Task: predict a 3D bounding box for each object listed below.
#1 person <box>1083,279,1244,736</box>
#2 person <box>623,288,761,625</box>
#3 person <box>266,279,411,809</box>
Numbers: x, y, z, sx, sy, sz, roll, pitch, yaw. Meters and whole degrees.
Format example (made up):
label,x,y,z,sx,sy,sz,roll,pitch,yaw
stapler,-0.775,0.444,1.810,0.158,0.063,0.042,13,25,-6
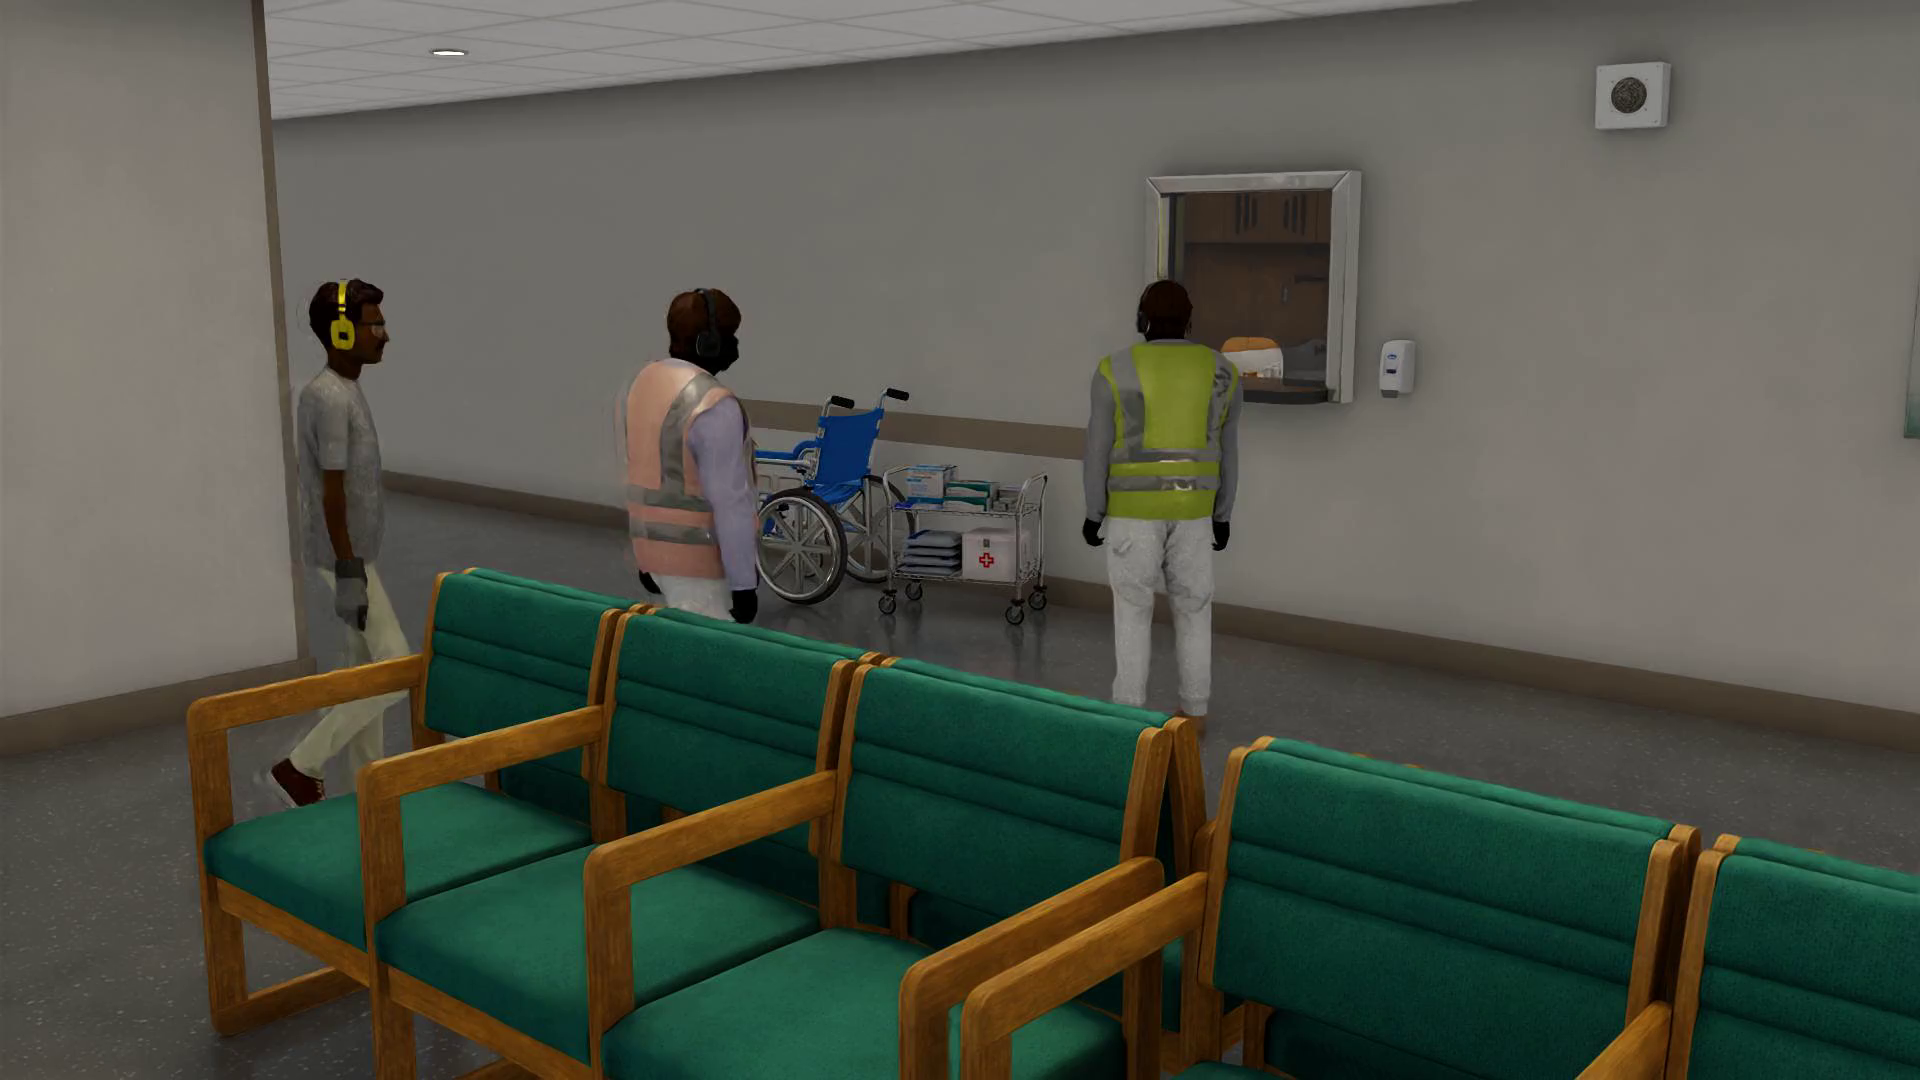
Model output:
label,x,y,z,sx,sy,sz,roll,pitch,yaw
person,0.802,-0.118,6.677,0.631,1.840,0.429,-2,10,-10
person,-0.868,0.074,5.605,0.461,1.825,0.658,-7,12,-34
person,-2.011,0.079,5.490,0.443,1.857,0.538,-3,10,-18
